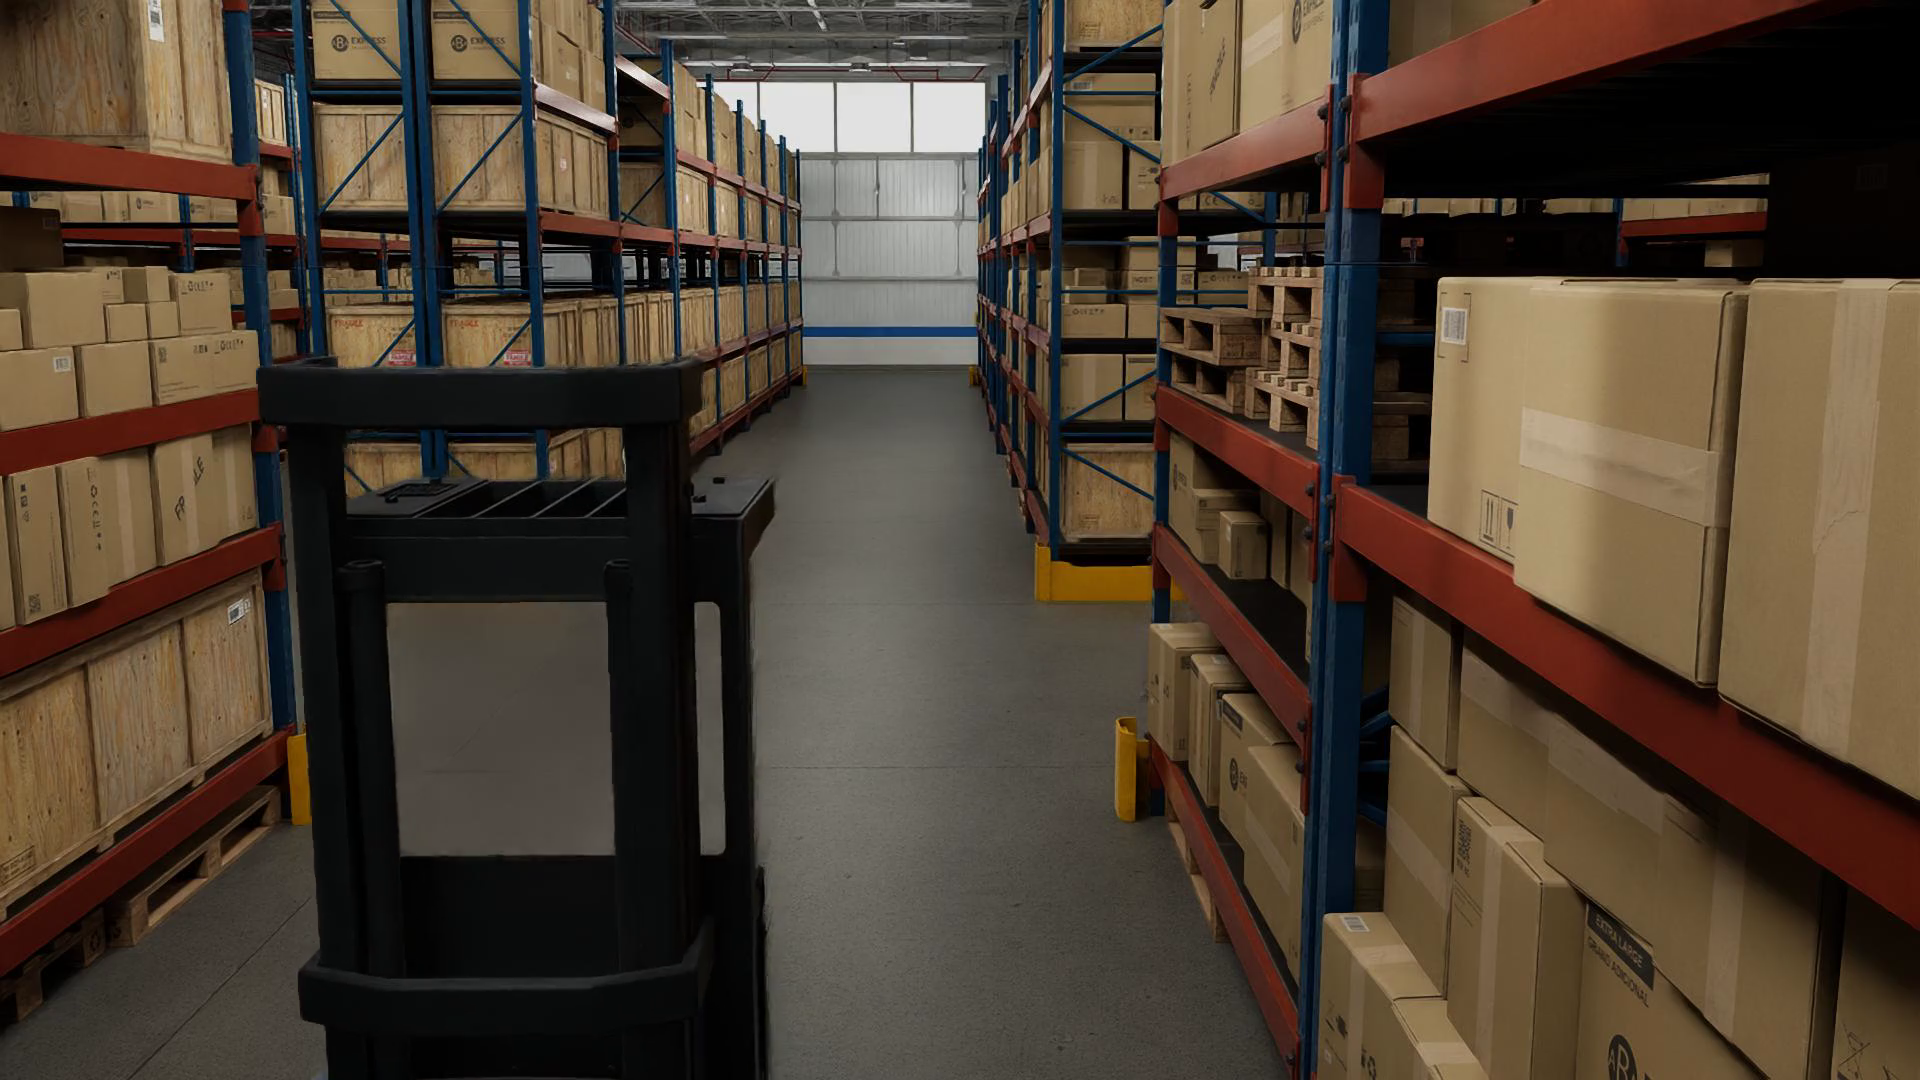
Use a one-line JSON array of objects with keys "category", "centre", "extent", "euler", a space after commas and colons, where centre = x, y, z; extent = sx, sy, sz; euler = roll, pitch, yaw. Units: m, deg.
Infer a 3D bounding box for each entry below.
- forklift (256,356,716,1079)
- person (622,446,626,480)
[{"category": "forklift", "centre": [-1.074, 0.956, 3.993], "extent": [1.129, 2.768, 1.873], "euler": [0, 9, -1]}, {"category": "person", "centre": [-2.428, -0.177, 13.505], "extent": [0.392, 2.040, 0.611], "euler": [9, 13, 43]}]
